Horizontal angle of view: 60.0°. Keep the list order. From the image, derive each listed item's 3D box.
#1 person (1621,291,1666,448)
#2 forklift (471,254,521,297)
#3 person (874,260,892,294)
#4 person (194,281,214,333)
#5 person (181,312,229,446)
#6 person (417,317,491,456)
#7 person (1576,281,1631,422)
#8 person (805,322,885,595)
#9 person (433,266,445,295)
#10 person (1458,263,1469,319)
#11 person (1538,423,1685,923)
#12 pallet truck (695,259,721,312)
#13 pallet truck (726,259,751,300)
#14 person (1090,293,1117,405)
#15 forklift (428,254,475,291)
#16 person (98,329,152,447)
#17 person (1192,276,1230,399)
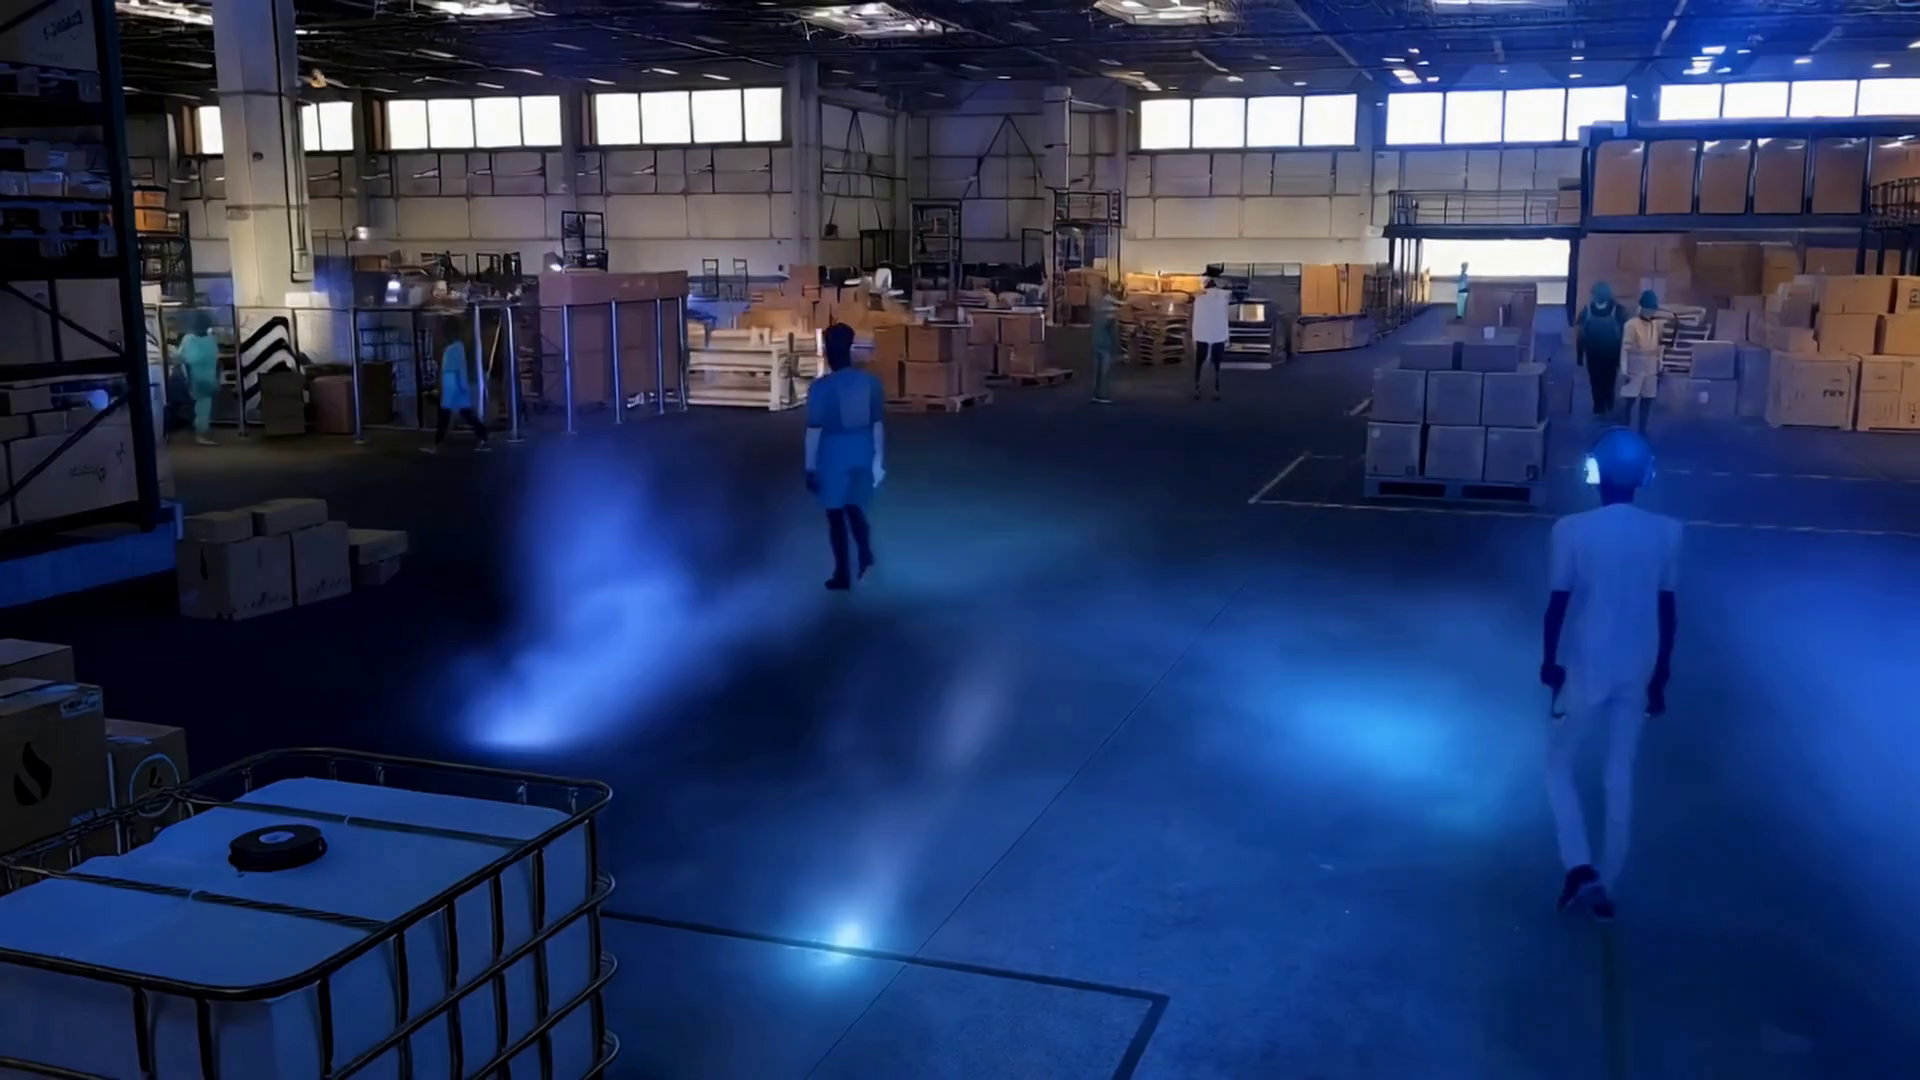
[{"bbox_3d":[8.419,-2.087,20.479,0.550,1.935,0.375,-1,10,-8],"label":"person"},{"bbox_3d":[-17.990,-10.121,64.684,1.157,1.987,2.680,3,11,17],"label":"forklift"},{"bbox_3d":[-2.621,-8.492,56.415,0.625,2.000,1.046,0,10,3],"label":"person"},{"bbox_3d":[-15.723,-4.468,34.397,0.478,1.753,0.536,4,11,23],"label":"person"},{"bbox_3d":[-9.374,-1.997,20.680,0.551,1.665,0.595,3,10,16],"label":"person"},{"bbox_3d":[-6.052,-1.838,19.878,0.847,1.653,0.541,-3,10,-14],"label":"person"},{"bbox_3d":[9.051,-2.669,23.468,0.724,2.000,0.636,9,13,40],"label":"person"},{"bbox_3d":[-0.830,-0.570,11.884,0.638,1.953,0.416,-7,12,-35],"label":"person"},{"bbox_3d":[-19.018,-9.150,60.457,0.867,1.879,0.655,-4,11,-20],"label":"person"},{"bbox_3d":[17.048,-8.424,56.315,0.351,1.884,0.582,5,11,24],"label":"person"},{"bbox_3d":[2.376,0.507,6.102,0.505,1.859,0.431,1,10,4],"label":"person"},{"bbox_3d":[-9.165,-9.627,62.776,0.823,1.965,1.885,4,11,23],"label":"pallet truck"},{"bbox_3d":[-7.986,-9.493,62.019,0.823,1.965,1.885,3,11,17],"label":"pallet truck"},{"bbox_3d":[2.253,-2.994,26.099,0.363,1.757,0.547,-6,12,-29],"label":"person"},{"bbox_3d":[-20.133,-10.254,65.465,1.157,1.987,2.680,3,11,19],"label":"forklift"},{"bbox_3d":[-10.168,-1.960,20.134,0.787,1.797,0.604,1,10,8],"label":"person"},{"bbox_3d":[4.064,-3.271,26.983,0.612,1.996,0.388,1,10,7],"label":"person"}]
